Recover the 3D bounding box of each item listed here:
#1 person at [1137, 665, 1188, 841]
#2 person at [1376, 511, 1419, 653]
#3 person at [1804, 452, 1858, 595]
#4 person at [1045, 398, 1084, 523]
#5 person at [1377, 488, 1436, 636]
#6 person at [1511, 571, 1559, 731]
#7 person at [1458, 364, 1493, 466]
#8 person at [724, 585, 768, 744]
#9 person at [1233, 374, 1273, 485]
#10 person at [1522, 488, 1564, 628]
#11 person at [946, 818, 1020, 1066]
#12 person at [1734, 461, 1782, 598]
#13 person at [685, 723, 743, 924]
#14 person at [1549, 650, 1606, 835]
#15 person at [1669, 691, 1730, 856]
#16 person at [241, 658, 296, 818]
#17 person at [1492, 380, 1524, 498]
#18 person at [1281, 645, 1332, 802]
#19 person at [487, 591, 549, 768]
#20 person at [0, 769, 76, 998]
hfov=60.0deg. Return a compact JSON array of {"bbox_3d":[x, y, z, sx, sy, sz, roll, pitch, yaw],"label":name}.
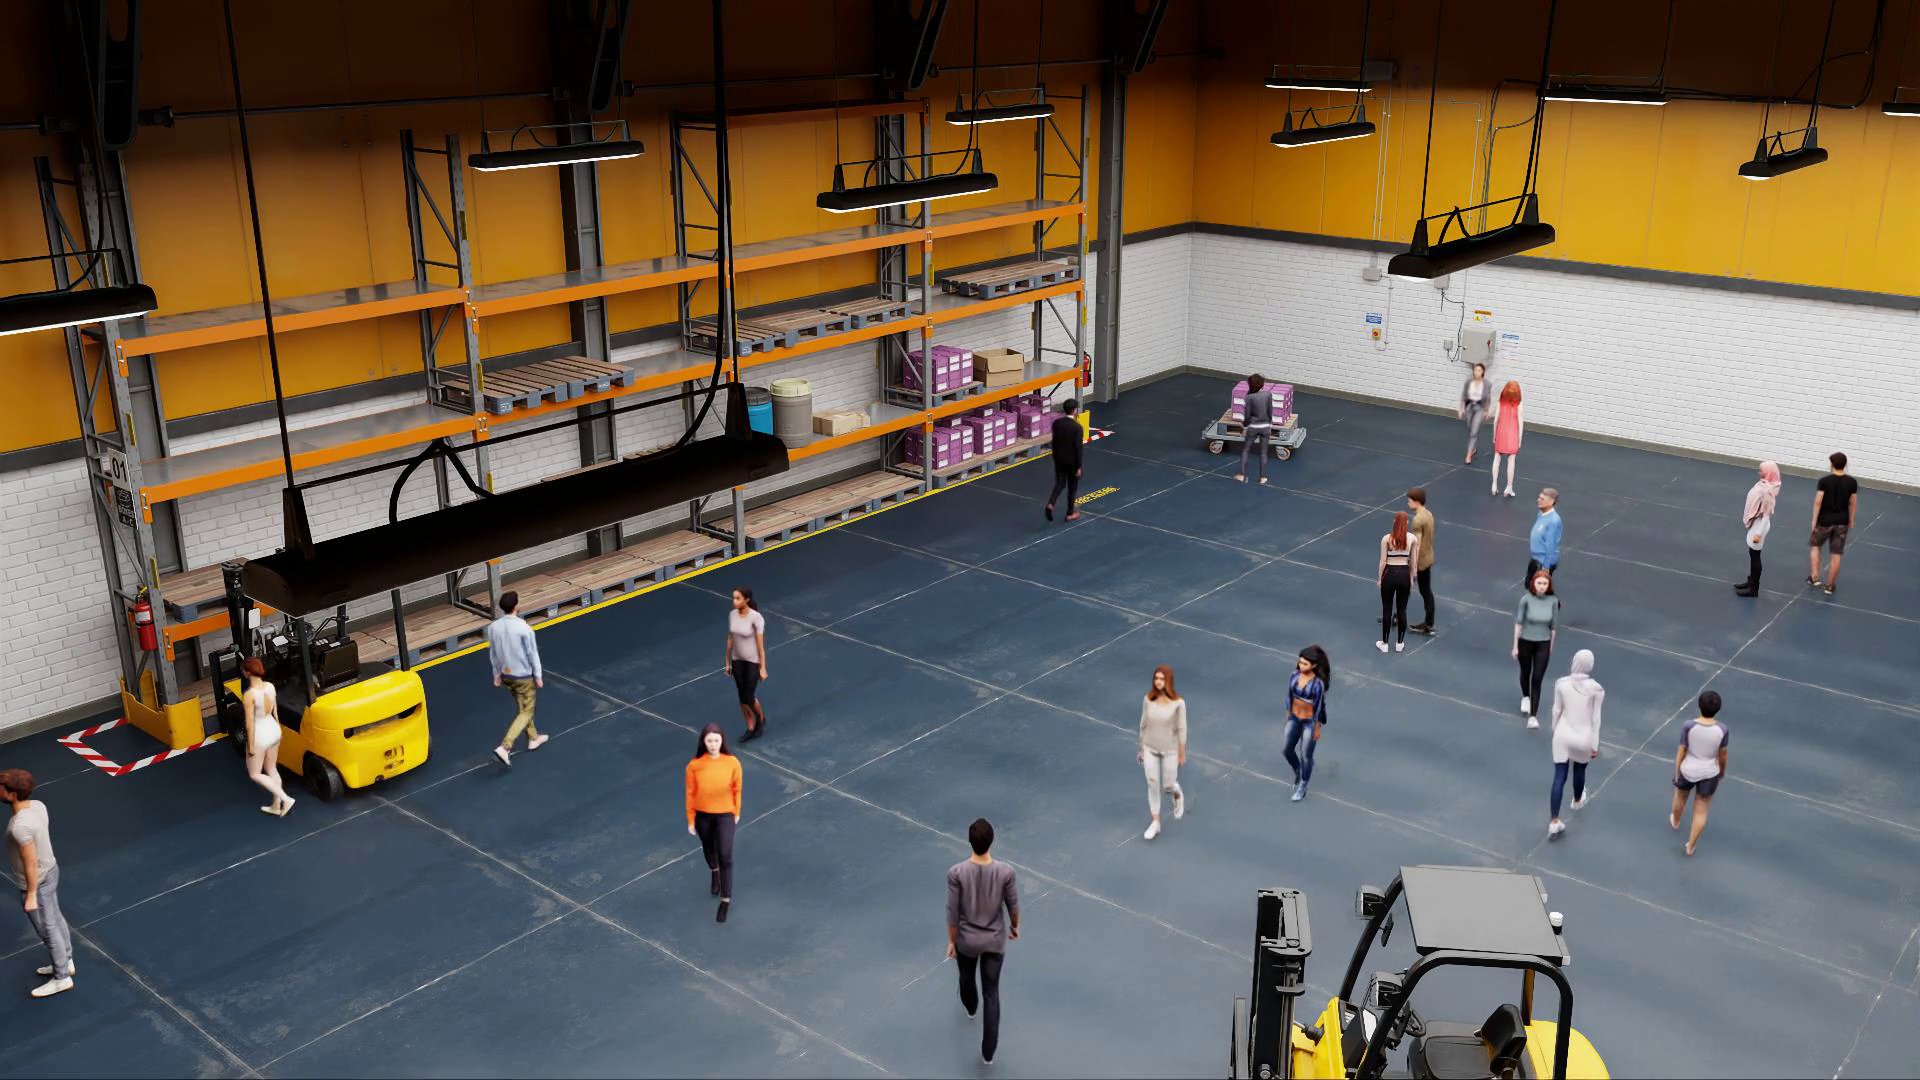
[{"bbox_3d":[1.907,1.927,15.500,0.706,1.698,0.913,9,21,26],"label":"person"},{"bbox_3d":[5.173,0.484,19.718,0.669,1.742,0.709,0,19,1],"label":"person"},{"bbox_3d":[11.329,-0.198,21.590,0.877,1.839,0.915,6,19,16],"label":"person"},{"bbox_3d":[1.507,-1.139,24.336,0.724,1.870,0.978,14,23,35],"label":"person"},{"bbox_3d":[5.660,0.289,20.184,0.851,1.815,0.928,12,22,31],"label":"person"},{"bbox_3d":[6.142,1.139,17.860,0.964,1.687,1.218,4,19,11],"label":"person"},{"bbox_3d":[8.549,-2.103,27.567,0.758,1.636,1.143,10,21,28],"label":"person"},{"bbox_3d":[-2.168,1.277,17.376,0.648,1.735,0.656,12,22,31],"label":"person"},{"bbox_3d":[4.724,-1.775,26.403,0.773,1.757,0.840,2,19,5],"label":"person"},{"bbox_3d":[7.237,0.227,20.383,0.944,1.804,0.884,-2,19,-6],"label":"person"},{"bbox_3d":[0.164,2.976,12.219,1.156,1.805,1.254,0,19,-1],"label":"person"},{"bbox_3d":[10.339,-0.153,21.514,0.766,1.804,0.643,7,20,20],"label":"person"},{"bbox_3d":[-2.111,2.345,14.257,1.090,1.700,1.174,-1,19,-3],"label":"person"},{"bbox_3d":[5.673,1.916,15.492,0.725,1.727,1.203,12,22,32],"label":"person"},{"bbox_3d":[6.722,2.139,15.124,0.734,1.537,0.963,8,20,22],"label":"person"},{"bbox_3d":[-6.500,1.891,15.716,0.781,1.630,0.753,6,20,18],"label":"person"},{"bbox_3d":[8.441,-1.567,25.676,0.586,1.827,0.504,16,24,38],"label":"person"},{"bbox_3d":[3.383,1.759,16.137,0.618,1.611,0.648,-17,25,-40],"label":"person"},{"bbox_3d":[-4.518,1.421,16.865,0.866,1.787,1.197,8,20,23],"label":"person"},{"bbox_3d":[-7.220,2.656,13.025,0.751,1.898,0.741,-6,19,-17],"label":"person"}]
